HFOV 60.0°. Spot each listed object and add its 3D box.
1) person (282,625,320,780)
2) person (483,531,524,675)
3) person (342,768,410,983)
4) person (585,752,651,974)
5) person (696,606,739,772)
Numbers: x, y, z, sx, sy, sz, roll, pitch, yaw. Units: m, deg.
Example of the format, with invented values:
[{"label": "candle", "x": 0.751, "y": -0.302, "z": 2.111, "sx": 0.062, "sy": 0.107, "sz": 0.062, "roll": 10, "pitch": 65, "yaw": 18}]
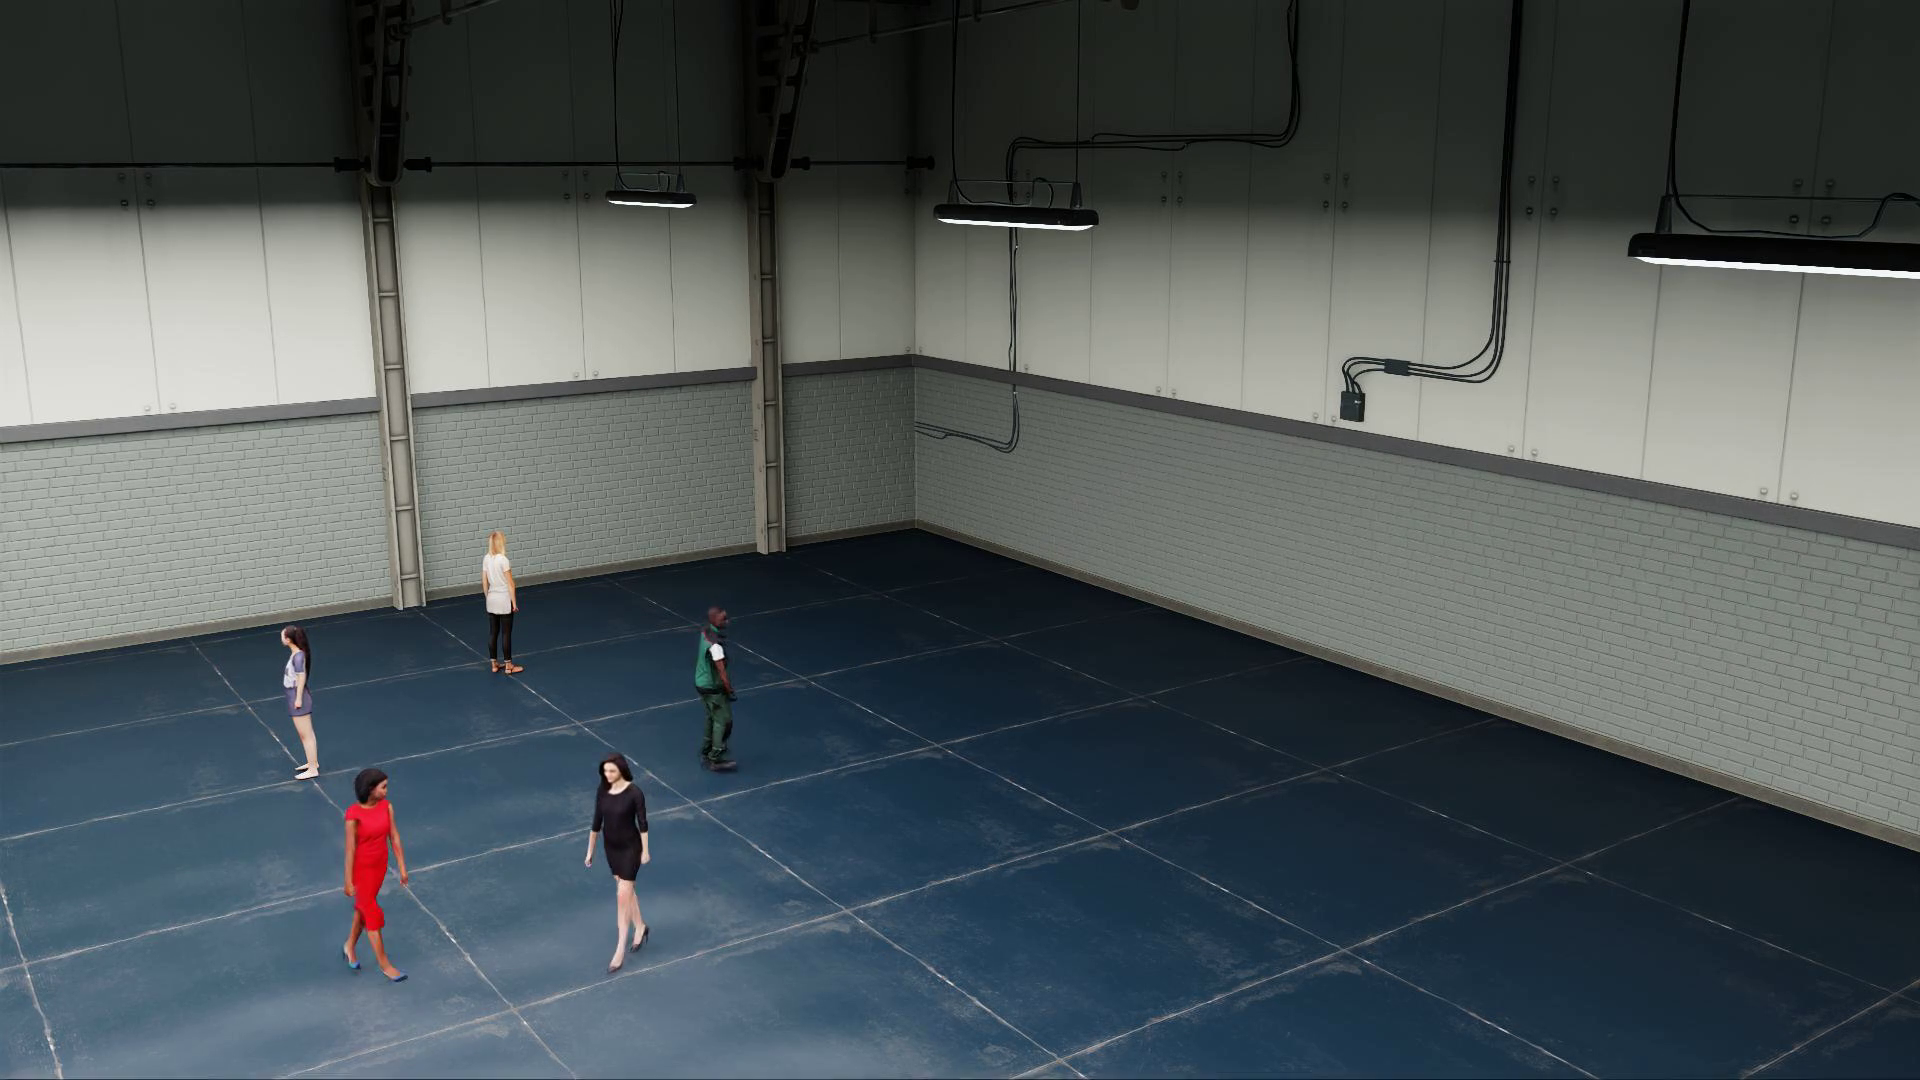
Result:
[{"label": "person", "x": -6.938, "y": 1.688, "z": 17.533, "sx": 0.610, "sy": 1.649, "sz": 0.649, "roll": -4, "pitch": 14, "yaw": -17}, {"label": "person", "x": -5.823, "y": 0.787, "z": 21.033, "sx": 0.695, "sy": 1.825, "sz": 0.701, "roll": 6, "pitch": 14, "yaw": 24}, {"label": "person", "x": -4.765, "y": 2.652, "z": 13.256, "sx": 0.954, "sy": 1.701, "sz": 1.069, "roll": 8, "pitch": 16, "yaw": 32}, {"label": "person", "x": -2.678, "y": 2.544, "z": 13.553, "sx": 0.825, "sy": 1.776, "sz": 0.984, "roll": 7, "pitch": 15, "yaw": 29}, {"label": "person", "x": -2.612, "y": 1.579, "z": 17.662, "sx": 0.758, "sy": 1.804, "sz": 0.834, "roll": -8, "pitch": 15, "yaw": -32}]
